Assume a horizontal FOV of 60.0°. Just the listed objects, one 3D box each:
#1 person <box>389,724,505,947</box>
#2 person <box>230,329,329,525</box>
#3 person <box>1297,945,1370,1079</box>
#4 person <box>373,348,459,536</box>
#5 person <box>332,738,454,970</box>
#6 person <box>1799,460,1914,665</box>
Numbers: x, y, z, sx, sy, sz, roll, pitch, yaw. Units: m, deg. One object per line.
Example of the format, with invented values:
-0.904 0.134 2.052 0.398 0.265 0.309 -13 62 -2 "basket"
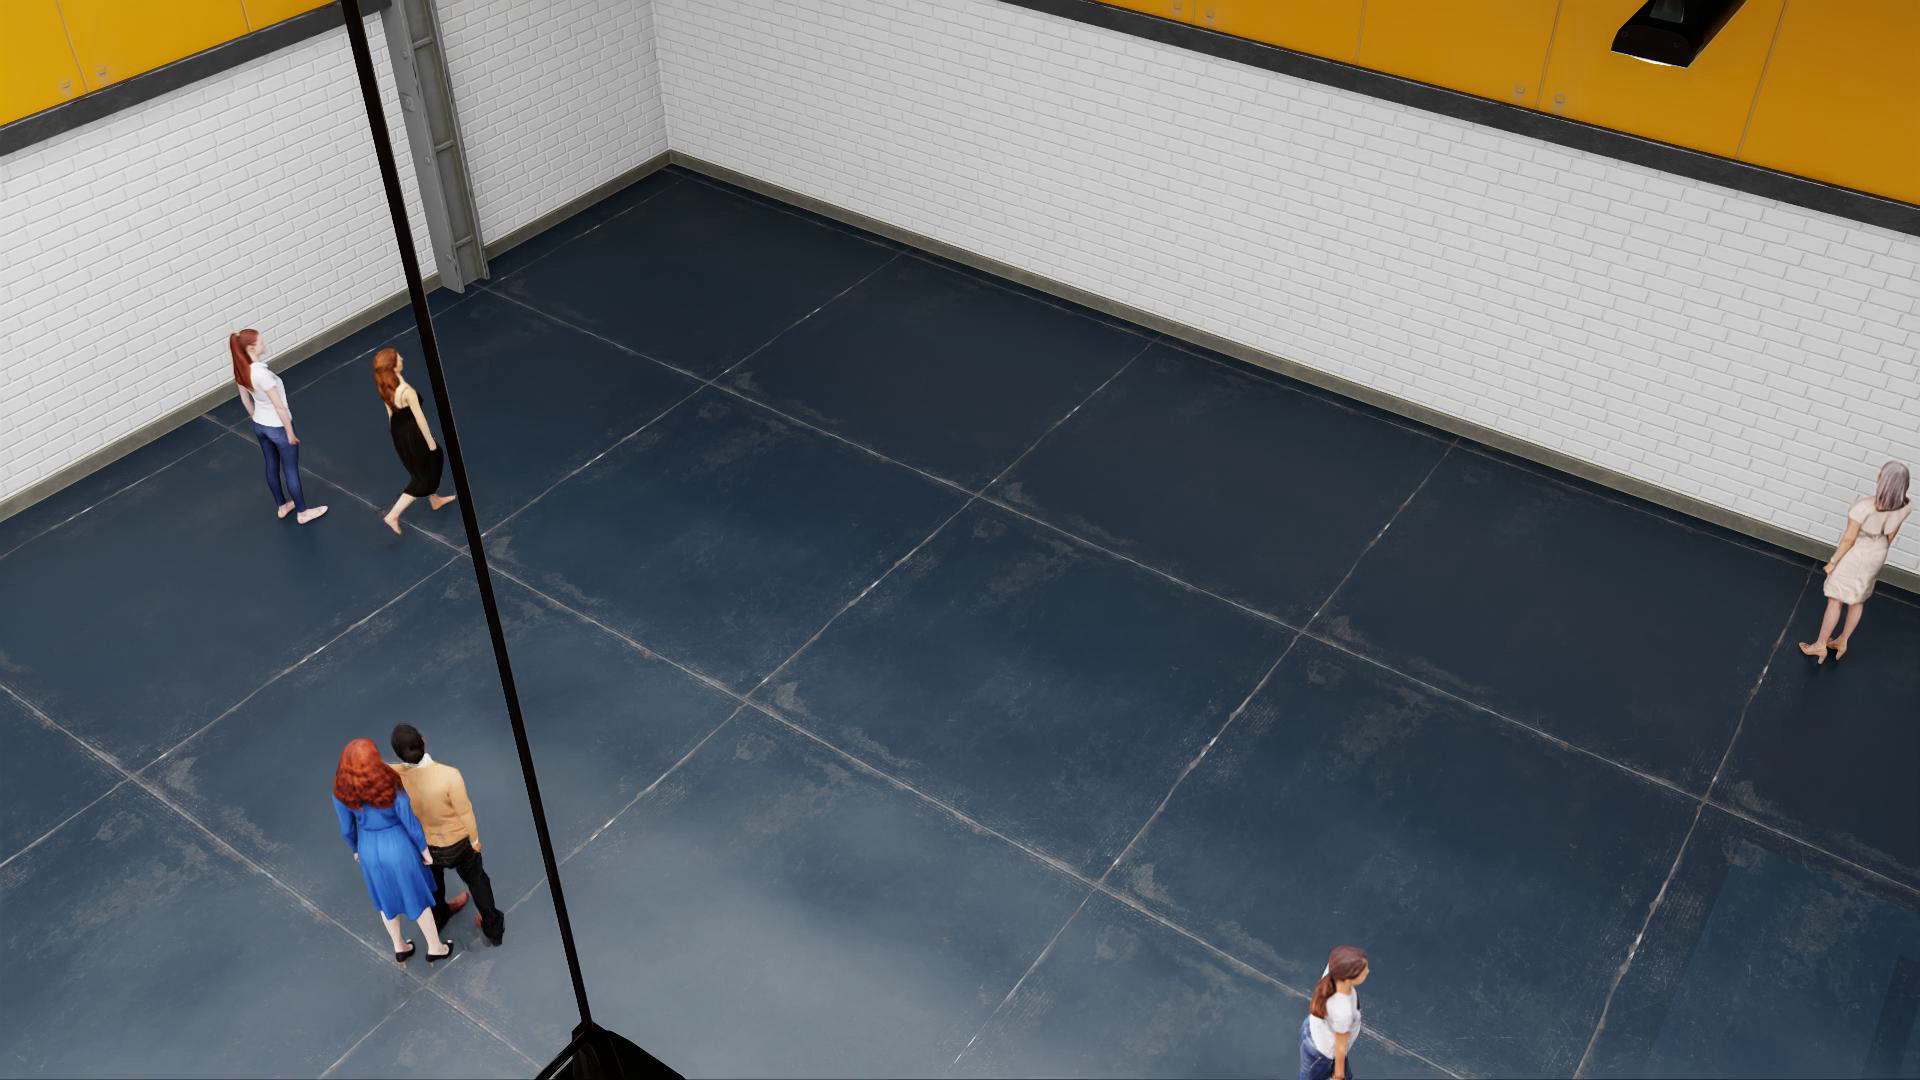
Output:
-3.115 1.776 9.890 0.829 1.742 0.853 9 40 12 "person"
-5.485 -0.901 13.246 0.574 1.738 0.533 19 43 23 "person"
1.886 2.701 8.892 0.942 1.543 1.027 3 39 3 "person"
-4.421 -0.772 13.188 0.622 1.608 0.957 28 46 31 "person"
-3.330 1.858 9.719 0.716 1.827 0.736 3 39 3 "person"
6.437 0.167 11.911 0.691 1.735 0.747 -5 39 -6 "person"
